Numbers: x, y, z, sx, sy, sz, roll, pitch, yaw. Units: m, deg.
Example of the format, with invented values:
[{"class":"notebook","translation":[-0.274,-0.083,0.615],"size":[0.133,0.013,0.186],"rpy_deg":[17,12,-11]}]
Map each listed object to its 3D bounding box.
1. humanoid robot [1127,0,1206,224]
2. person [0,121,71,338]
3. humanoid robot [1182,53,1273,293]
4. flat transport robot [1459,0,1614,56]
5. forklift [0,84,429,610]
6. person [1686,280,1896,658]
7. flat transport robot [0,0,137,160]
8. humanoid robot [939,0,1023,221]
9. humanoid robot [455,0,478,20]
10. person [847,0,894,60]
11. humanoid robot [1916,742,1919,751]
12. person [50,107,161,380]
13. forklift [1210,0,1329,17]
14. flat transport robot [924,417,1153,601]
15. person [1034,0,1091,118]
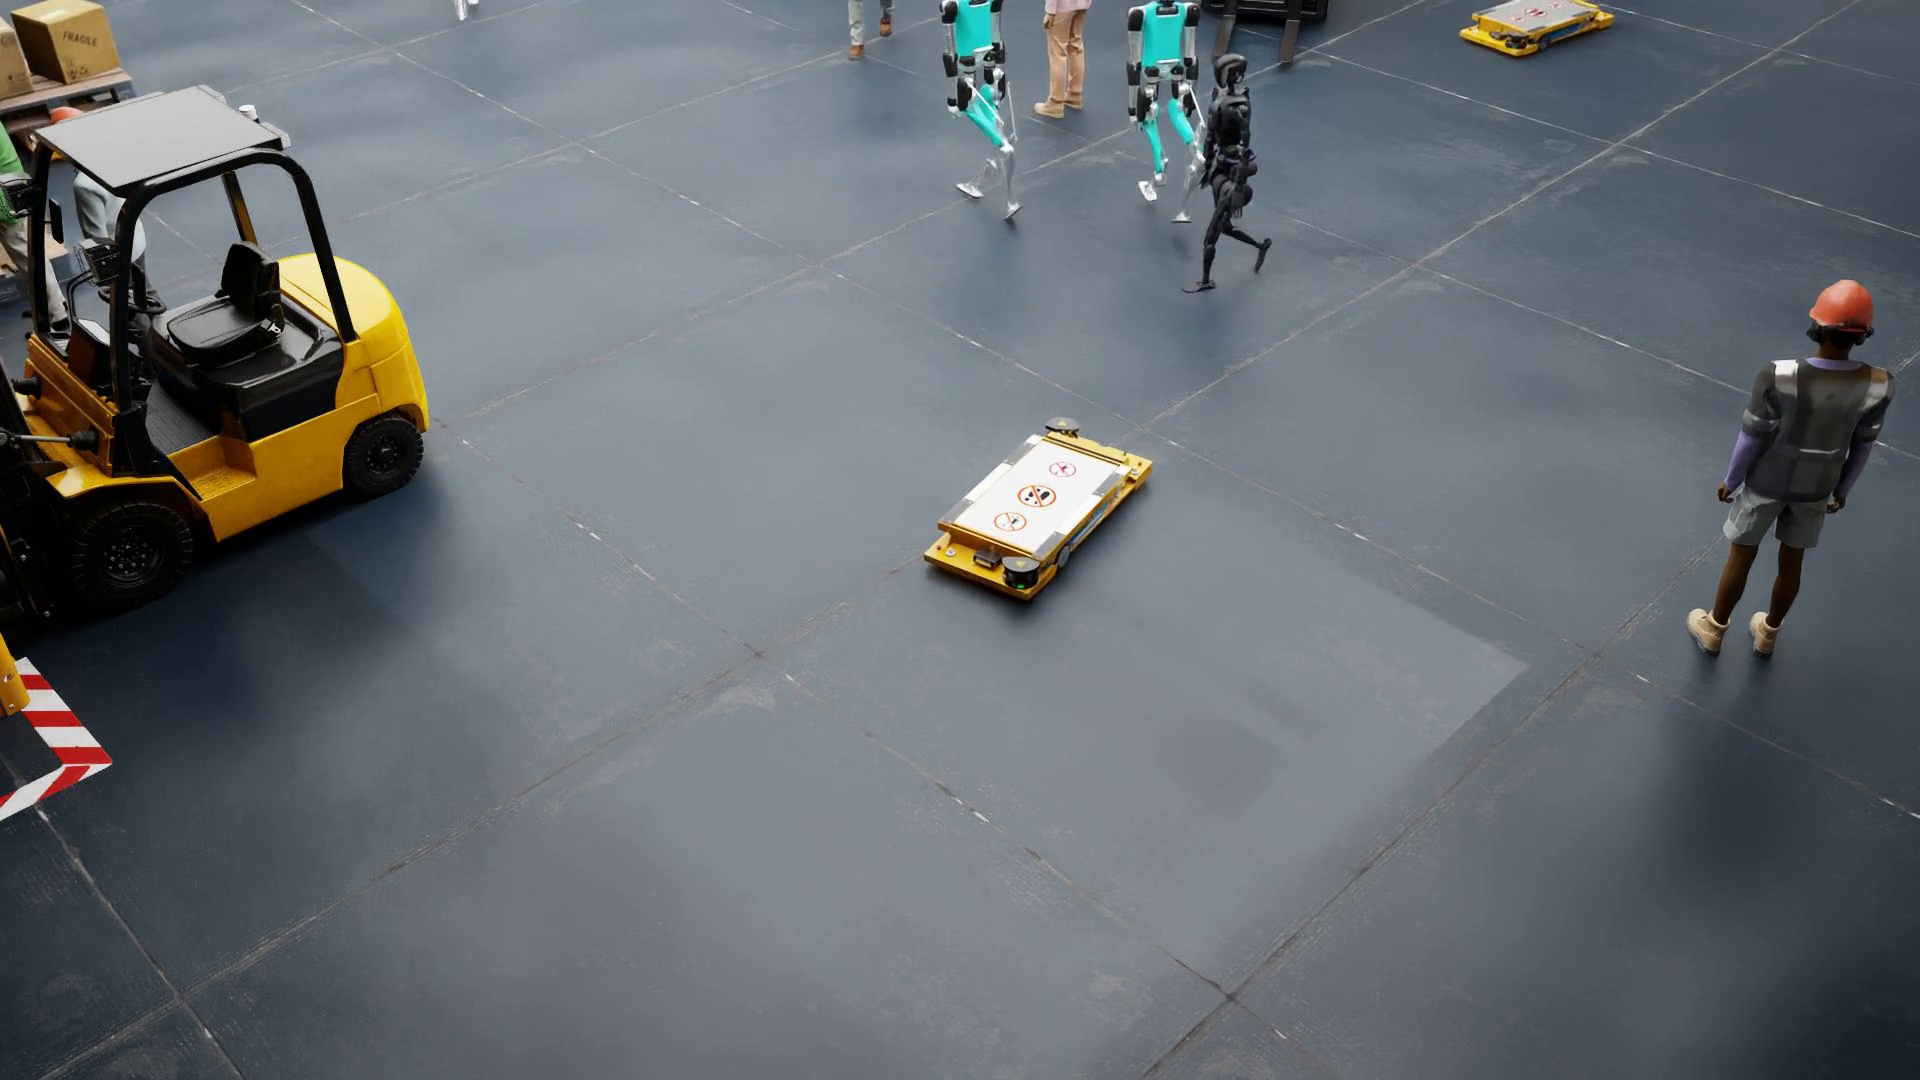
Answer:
[{"class":"humanoid robot","translation":[1.517,-3.006,11.831],"size":[0.530,1.748,1.053],"rpy_deg":[-8,38,-11]},{"class":"person","translation":[-6.138,-2.166,10.638],"size":[0.386,1.777,0.544],"rpy_deg":[-17,40,-21]},{"class":"humanoid robot","translation":[1.869,-2.461,11.146],"size":[0.724,1.628,0.598],"rpy_deg":[-11,38,-14]},{"class":"flat transport robot","translation":[5.364,-4.804,15.427],"size":[1.431,0.231,0.659],"rpy_deg":[-25,43,-29]},{"class":"forklift","translation":[-4.145,-1.093,8.856],"size":[2.313,2.155,1.214],"rpy_deg":[-31,47,-34]},{"class":"person","translation":[3.941,-0.299,7.919],"size":[0.606,2.042,0.372],"rpy_deg":[5,37,6]},{"class":"flat transport robot","translation":[-7.471,-3.486,13.663],"size":[0.659,0.231,1.431],"rpy_deg":[-26,44,-30]},{"class":"humanoid robot","translation":[0.291,-3.156,12.021],"size":[0.531,1.770,0.981],"rpy_deg":[-25,44,-30]},{"class":"humanoid robot","translation":[-4.742,-5.809,15.564],"size":[0.545,1.804,0.791],"rpy_deg":[-11,38,-15]},{"class":"person","translation":[-0.820,-5.249,14.639],"size":[0.641,1.919,0.607],"rpy_deg":[4,37,5]},{"class":"humanoid robot","translation":[4.773,0.418,7.268],"size":[0.567,1.625,0.586],"rpy_deg":[10,38,13]},{"class":"person","translation":[-5.185,-1.805,10.189],"size":[0.347,1.733,0.571],"rpy_deg":[-3,37,-4]},{"class":"forklift","translation":[3.106,-6.400,15.960],"size":[1.214,2.155,2.313],"rpy_deg":[8,37,10]},{"class":"flat transport robot","translation":[0.460,-0.198,9.262],"size":[0.659,0.231,1.431],"rpy_deg":[21,41,25]},{"class":"person","translation":[0.888,-4.341,13.551],"size":[0.410,1.775,0.537],"rpy_deg":[25,43,29]}]
